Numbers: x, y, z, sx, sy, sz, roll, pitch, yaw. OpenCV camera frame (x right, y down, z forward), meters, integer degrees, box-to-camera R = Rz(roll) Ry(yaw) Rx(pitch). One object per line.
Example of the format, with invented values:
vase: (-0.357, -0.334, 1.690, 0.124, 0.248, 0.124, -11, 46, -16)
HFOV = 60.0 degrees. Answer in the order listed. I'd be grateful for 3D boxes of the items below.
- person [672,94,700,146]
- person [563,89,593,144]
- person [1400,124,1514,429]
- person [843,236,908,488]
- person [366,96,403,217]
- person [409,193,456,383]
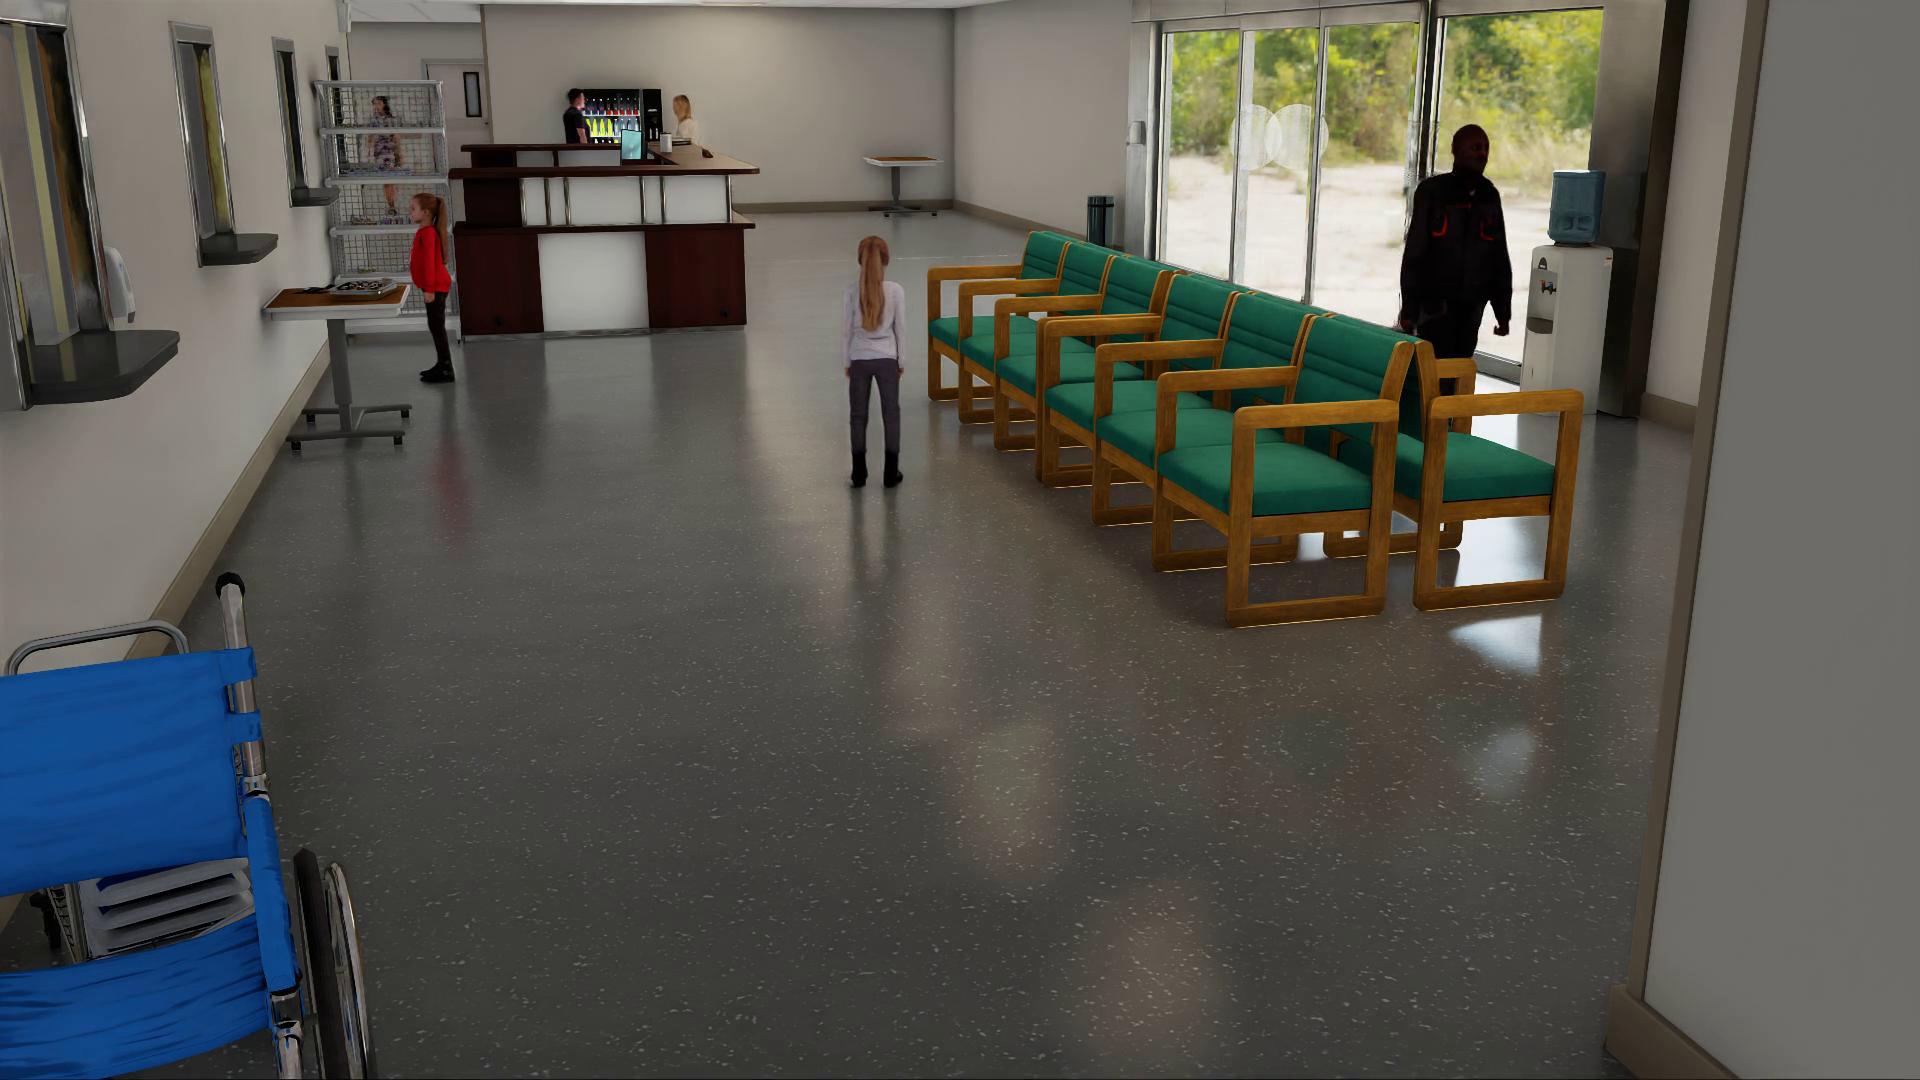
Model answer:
person: (-3.108, -4.368, 19.883, 1.206, 1.762, 1.023, 4, 16, 14)
person: (-5.327, -5.347, 23.205, 0.689, 1.845, 0.776, -9, 18, -29)
person: (2.554, -1.277, 8.817, 0.589, 1.818, 0.770, -4, 16, -15)
person: (-0.440, -0.912, 8.524, 0.482, 1.275, 0.585, 0, 16, 0)
person: (-8.326, -5.553, 24.174, 0.807, 1.714, 0.810, 0, 16, 1)
person: (-3.624, -1.735, 11.432, 0.522, 1.282, 0.508, -7, 17, -23)
